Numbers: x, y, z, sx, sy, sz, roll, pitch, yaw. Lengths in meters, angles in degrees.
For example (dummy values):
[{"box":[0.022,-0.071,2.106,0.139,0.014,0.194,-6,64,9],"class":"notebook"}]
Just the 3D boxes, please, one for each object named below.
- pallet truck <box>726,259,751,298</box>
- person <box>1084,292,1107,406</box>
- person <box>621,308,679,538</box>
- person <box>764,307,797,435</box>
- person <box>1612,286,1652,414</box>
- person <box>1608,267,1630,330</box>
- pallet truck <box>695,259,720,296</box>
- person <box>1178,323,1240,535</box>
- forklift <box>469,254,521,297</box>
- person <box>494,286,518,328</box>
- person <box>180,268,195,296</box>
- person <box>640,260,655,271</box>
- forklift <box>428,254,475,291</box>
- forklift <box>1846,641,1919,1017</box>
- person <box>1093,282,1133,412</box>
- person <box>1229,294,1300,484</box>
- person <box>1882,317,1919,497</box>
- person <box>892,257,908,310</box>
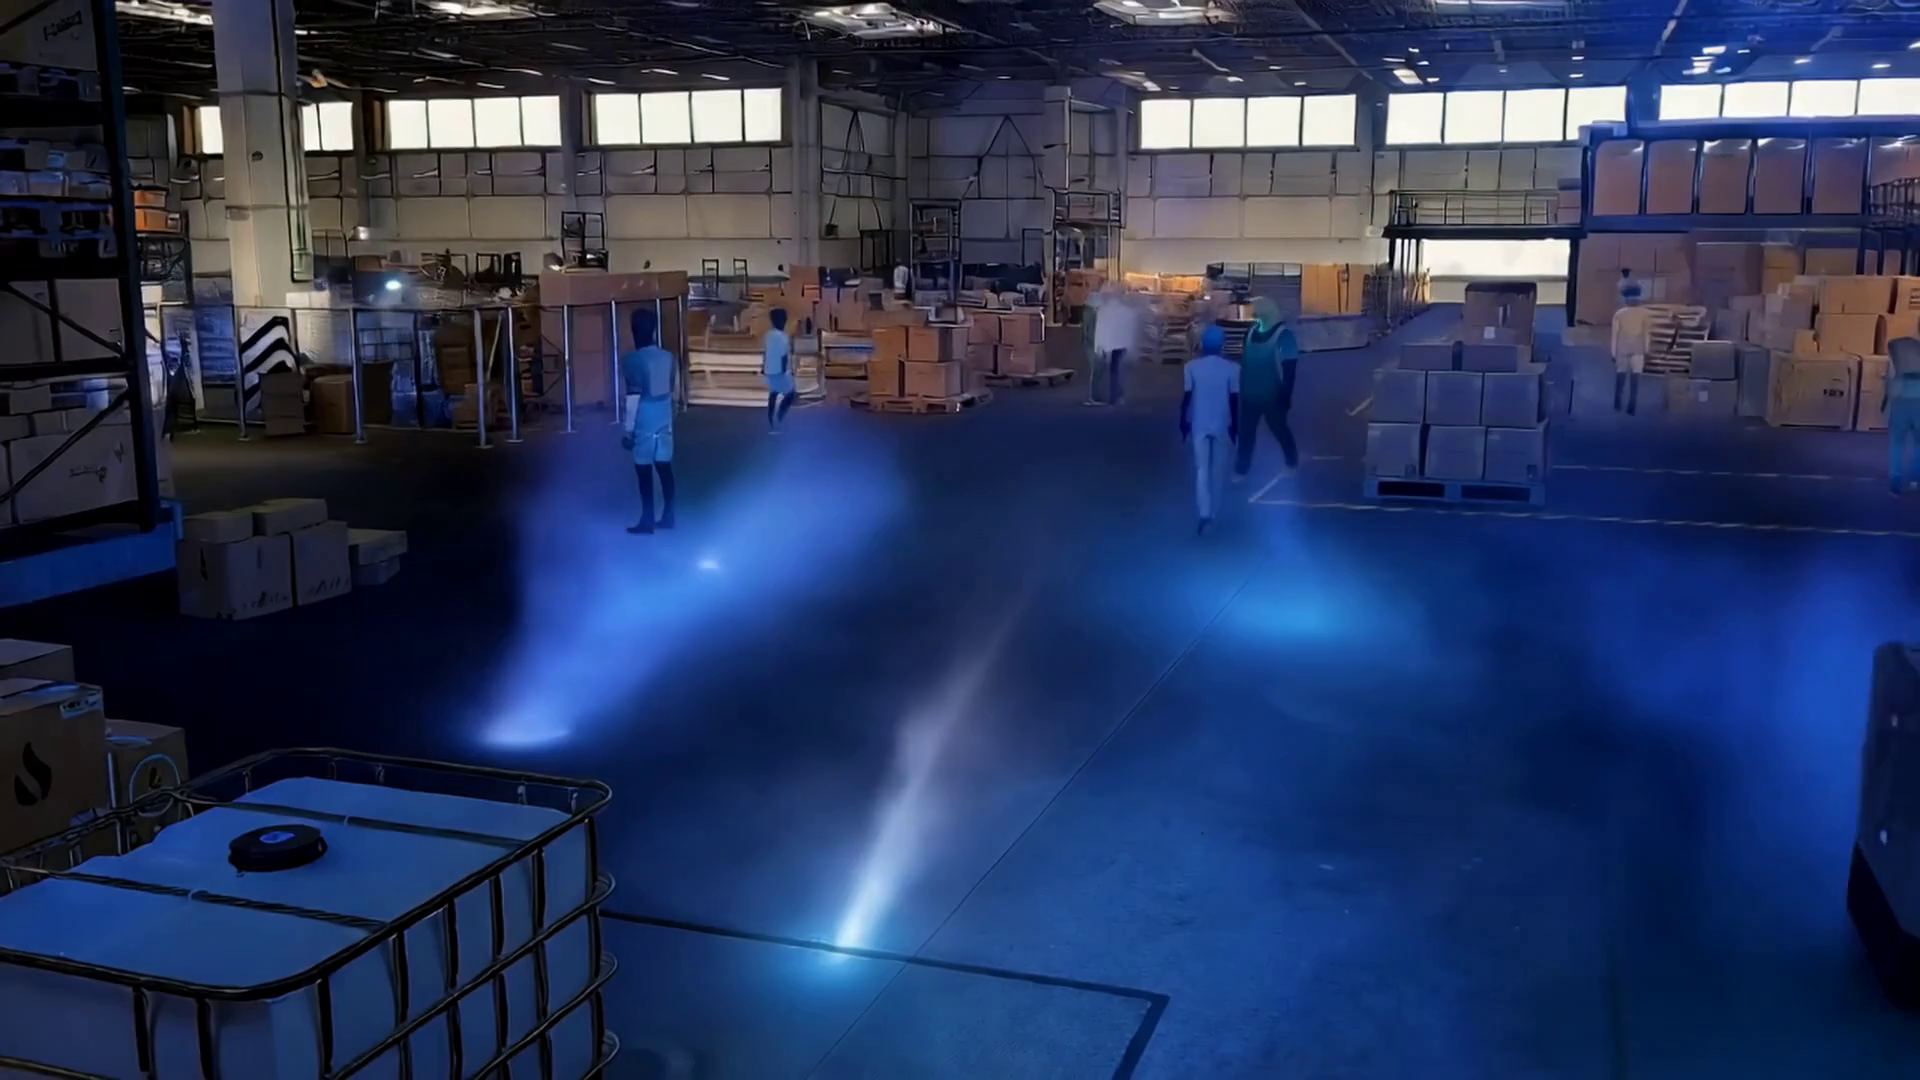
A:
[{"box":[-7.986,-9.493,62.019,0.823,1.965,1.885,3,11,17],"class":"pallet truck"},{"box":[2.135,-2.980,25.993,0.311,1.768,0.531,-5,11,-28],"class":"person"},{"box":[-2.670,-0.999,14.271,0.367,1.966,0.603,6,12,31],"class":"person"},{"box":[-2.391,-2.215,21.887,0.388,1.682,0.548,-6,12,-32],"class":"person"},{"box":[10.004,-2.831,24.817,0.544,1.892,1.010,4,11,19],"class":"person"},{"box":[19.579,-7.087,48.886,0.946,1.836,0.618,6,12,31],"class":"person"},{"box":[-9.165,-9.627,62.776,0.823,1.965,1.885,4,11,23],"class":"pallet truck"},{"box":[2.184,-0.975,14.554,0.519,1.831,0.929,0,10,2],"class":"person"},{"box":[-17.990,-10.121,64.684,1.157,1.987,2.680,3,11,17],"class":"forklift"},{"box":[-8.490,-3.836,30.892,0.788,1.745,0.538,5,11,25],"class":"person"},{"box":[-27.238,-8.819,58.751,0.594,1.817,0.431,4,11,23],"class":"person"},{"box":[-11.890,-9.732,63.624,0.652,1.906,0.402,1,10,4],"class":"person"},{"box":[-20.133,-10.254,65.465,1.157,1.987,2.680,3,11,19],"class":"forklift"},{"box":[4.024,0.151,5.223,1.873,2.768,1.129,3,11,19],"class":"forklift"},{"box":[2.379,-2.936,25.257,0.623,1.952,0.906,9,13,41],"class":"person"},{"box":[3.275,-1.626,17.595,0.687,2.000,0.987,10,14,44],"class":"person"},{"box":[9.585,-1.386,16.709,0.634,1.865,0.966,8,13,39],"class":"person"},{"box":[-2.234,-9.575,62.354,0.606,2.044,0.373,3,10,16],"class":"person"}]
